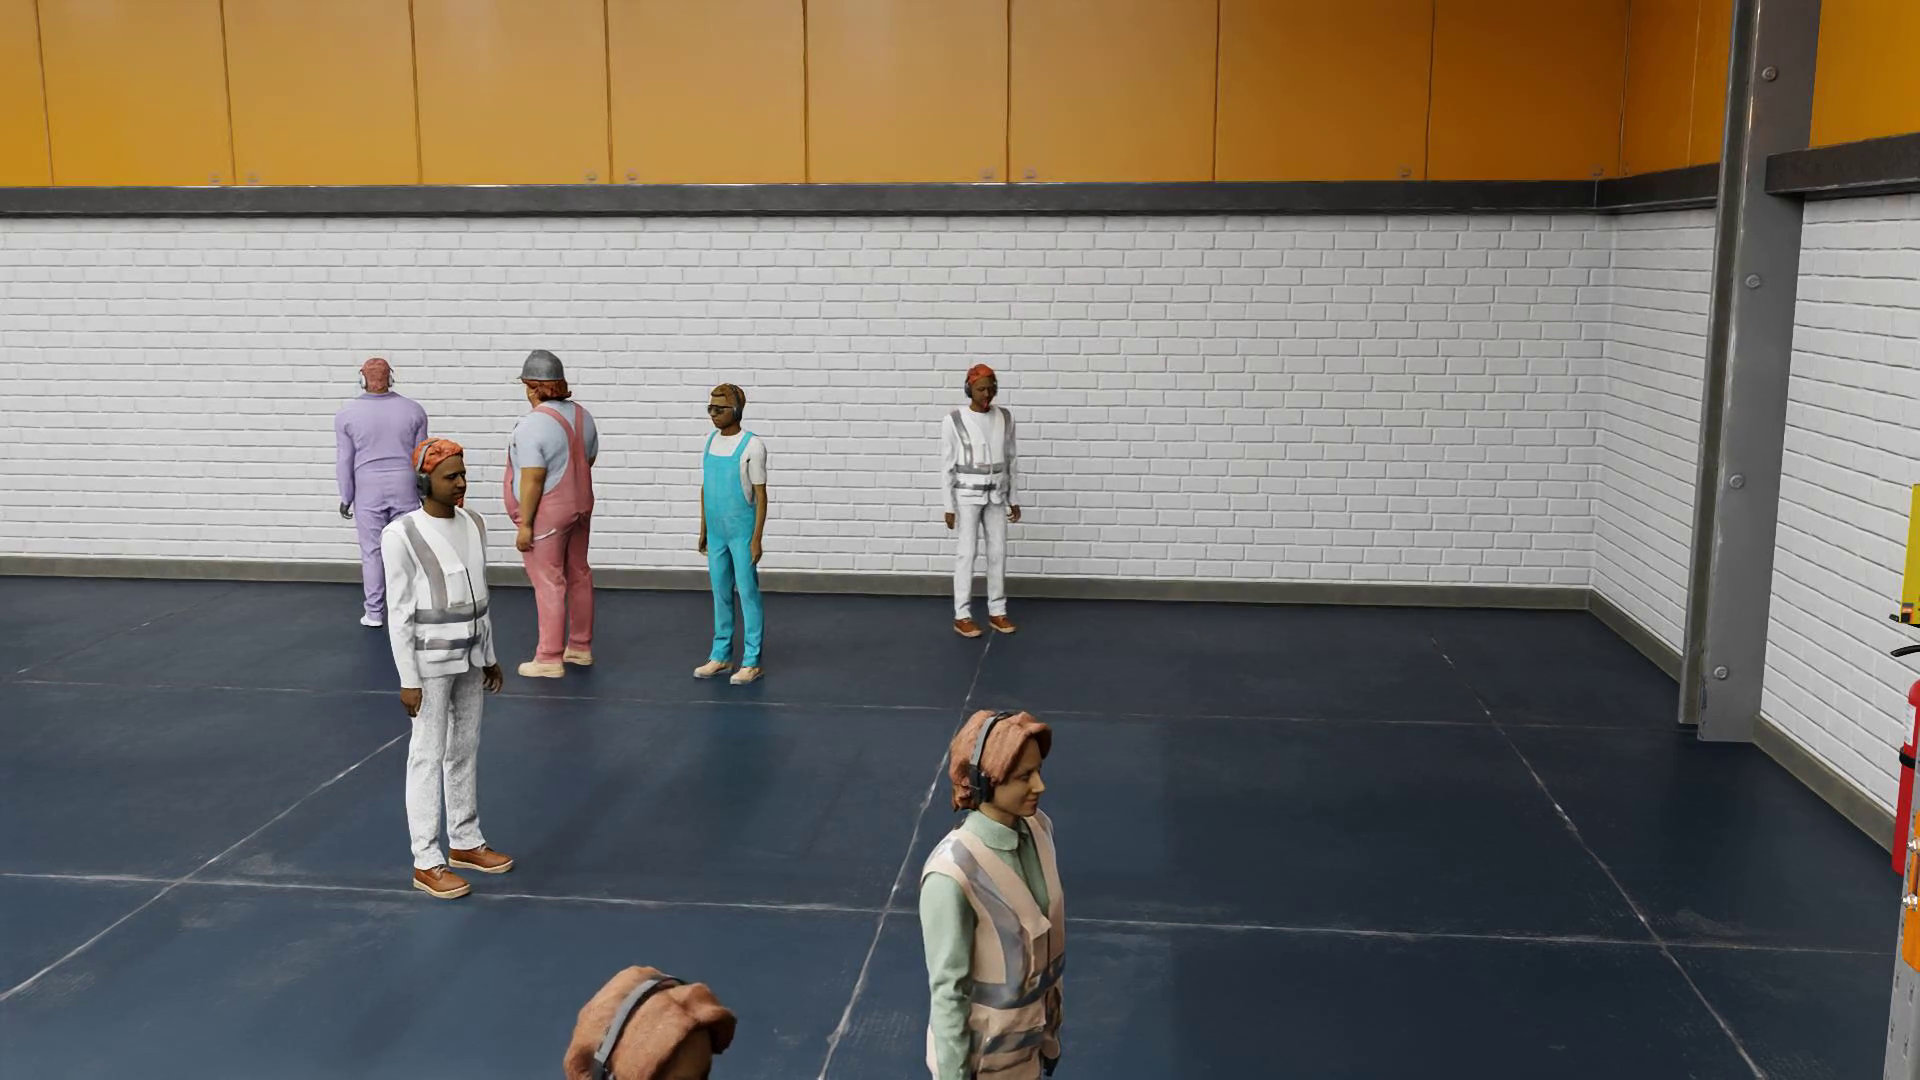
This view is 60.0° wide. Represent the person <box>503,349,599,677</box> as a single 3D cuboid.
[{"bbox_3d":[-2.587,-0.171,10.390,0.536,2.000,0.673,4,11,22],"label":"person"}]

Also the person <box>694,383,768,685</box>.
[{"bbox_3d":[-1.401,-0.038,10.186,0.504,1.847,0.344,7,12,34],"label":"person"}]

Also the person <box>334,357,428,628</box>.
[{"bbox_3d":[-4.045,-0.330,11.703,0.638,1.903,0.408,-5,11,-27],"label":"person"}]

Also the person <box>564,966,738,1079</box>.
[{"bbox_3d":[-0.461,1.414,2.469,0.307,1.638,0.525,2,10,9],"label":"person"}]

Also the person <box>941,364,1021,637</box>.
[{"bbox_3d":[0.140,-0.271,11.445,0.588,1.874,0.348,-5,11,-28],"label":"person"}]

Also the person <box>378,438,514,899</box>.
[{"bbox_3d":[-2.122,0.518,6.902,0.356,1.882,0.574,4,11,22],"label":"person"}]

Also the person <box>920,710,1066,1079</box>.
[{"bbox_3d":[0.078,1.183,3.788,0.306,1.640,0.522,5,11,26],"label":"person"}]
